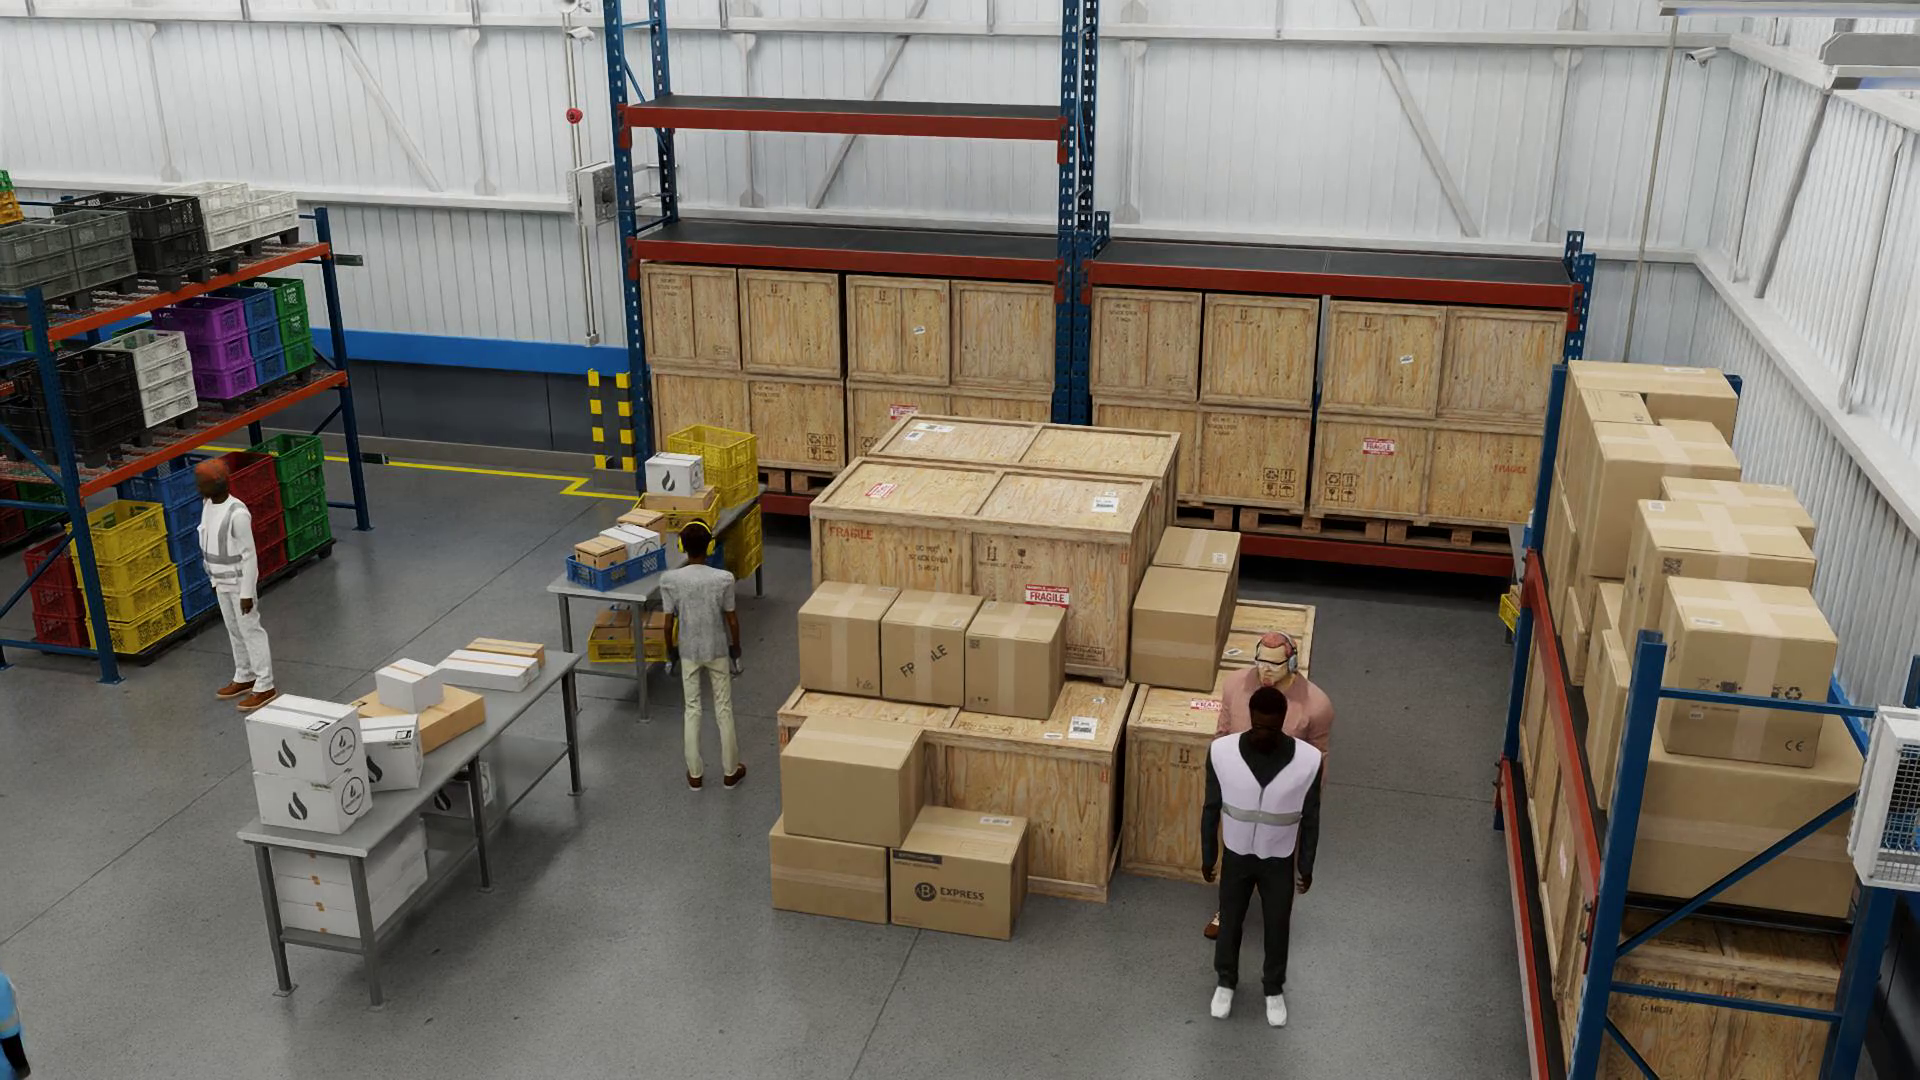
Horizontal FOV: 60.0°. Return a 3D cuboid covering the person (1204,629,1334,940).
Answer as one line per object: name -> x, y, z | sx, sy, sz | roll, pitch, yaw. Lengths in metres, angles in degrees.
person -> 1.671, 1.376, 9.131 | 0.636, 1.911, 0.404 | 11, 24, 27

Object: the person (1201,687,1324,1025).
person -> 1.533, 1.600, 8.551 | 0.591, 1.911, 0.388 | 4, 21, 10

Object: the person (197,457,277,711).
person -> -5.236, 0.307, 11.962 | 0.575, 1.884, 0.355 | 17, 27, 38

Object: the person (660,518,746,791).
person -> -1.670, 0.748, 10.824 | 0.521, 1.873, 0.328 | -1, 21, -2

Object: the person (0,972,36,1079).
person -> -4.176, 2.251, 7.134 | 0.540, 1.695, 0.317 | 9, 23, 22
